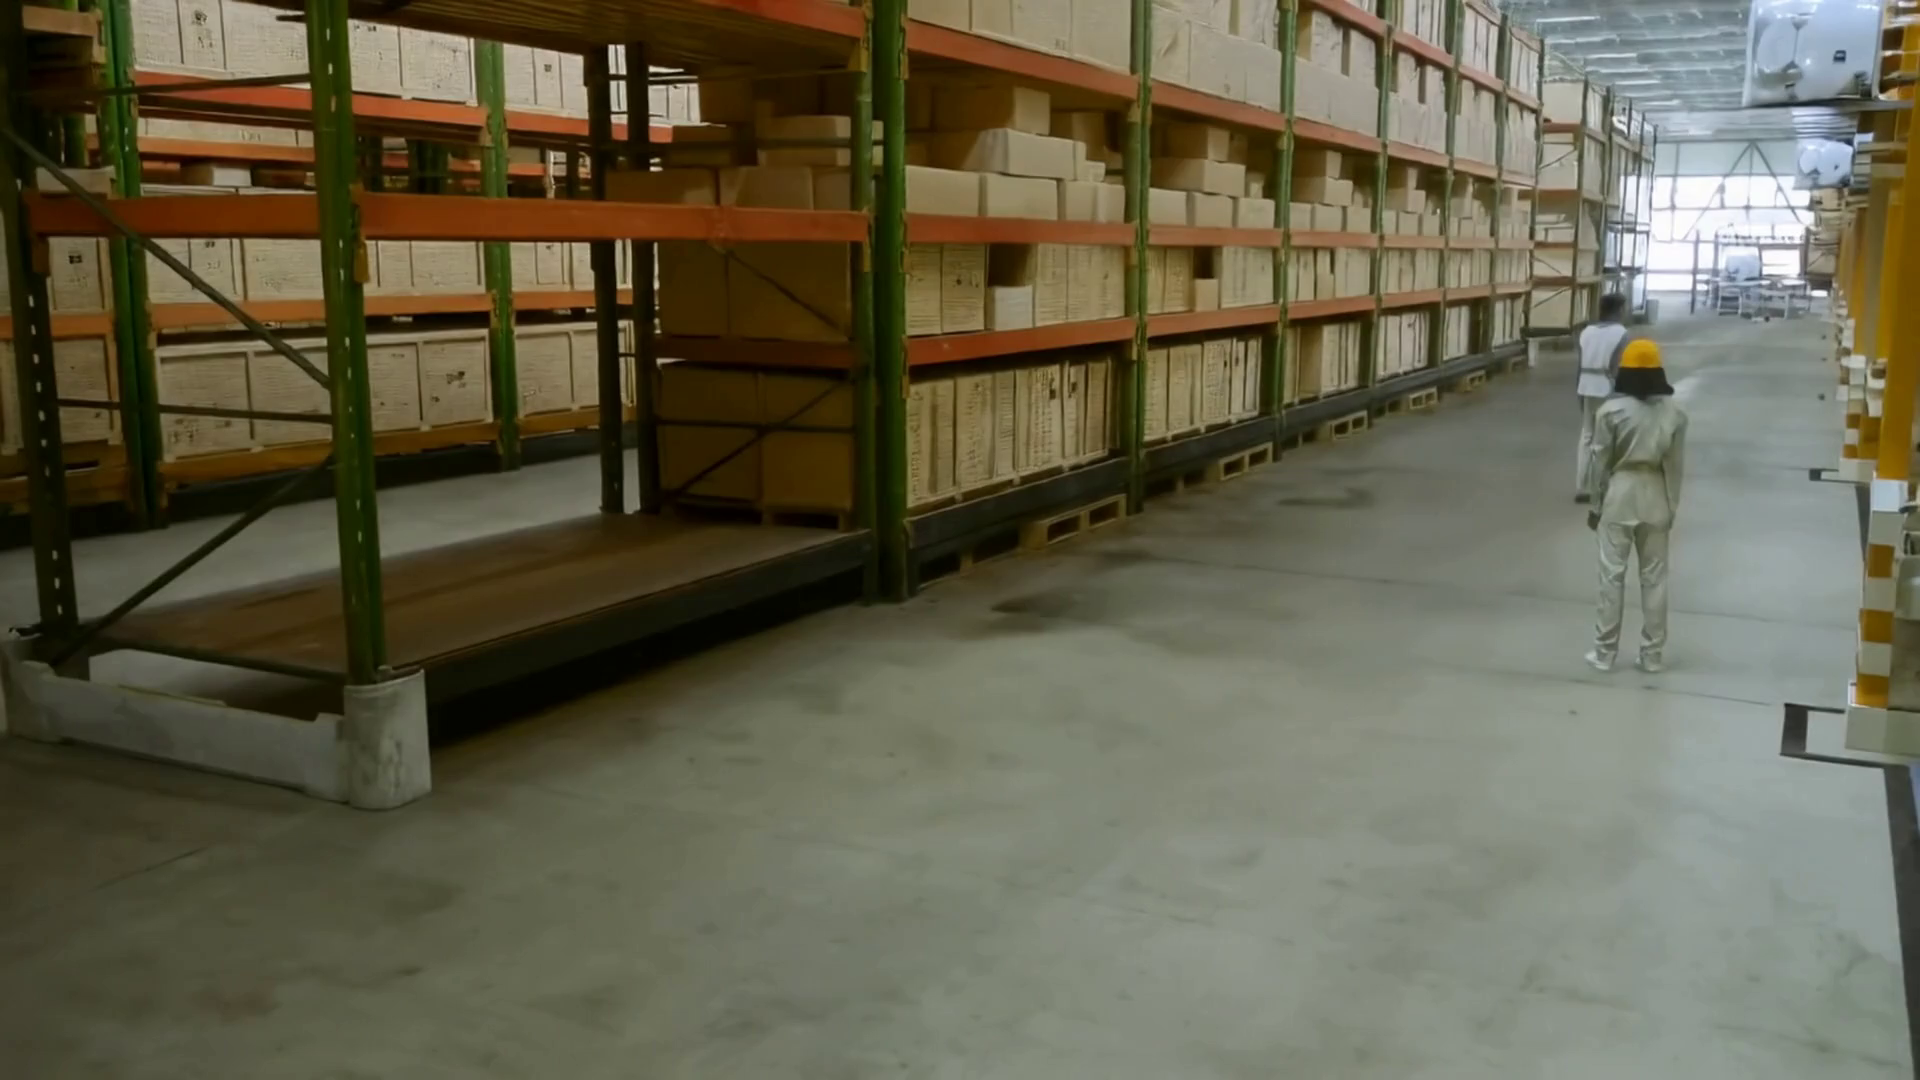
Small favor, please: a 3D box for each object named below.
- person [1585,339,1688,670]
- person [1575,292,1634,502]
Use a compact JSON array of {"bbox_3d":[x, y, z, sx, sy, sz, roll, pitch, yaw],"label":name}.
[{"bbox_3d":[3.526,-0.180,8.709,0.480,1.733,0.335,-1,10,-3],"label":"person"},{"bbox_3d":[5.557,-1.215,14.379,0.377,1.841,0.567,-4,11,-22],"label":"person"}]
